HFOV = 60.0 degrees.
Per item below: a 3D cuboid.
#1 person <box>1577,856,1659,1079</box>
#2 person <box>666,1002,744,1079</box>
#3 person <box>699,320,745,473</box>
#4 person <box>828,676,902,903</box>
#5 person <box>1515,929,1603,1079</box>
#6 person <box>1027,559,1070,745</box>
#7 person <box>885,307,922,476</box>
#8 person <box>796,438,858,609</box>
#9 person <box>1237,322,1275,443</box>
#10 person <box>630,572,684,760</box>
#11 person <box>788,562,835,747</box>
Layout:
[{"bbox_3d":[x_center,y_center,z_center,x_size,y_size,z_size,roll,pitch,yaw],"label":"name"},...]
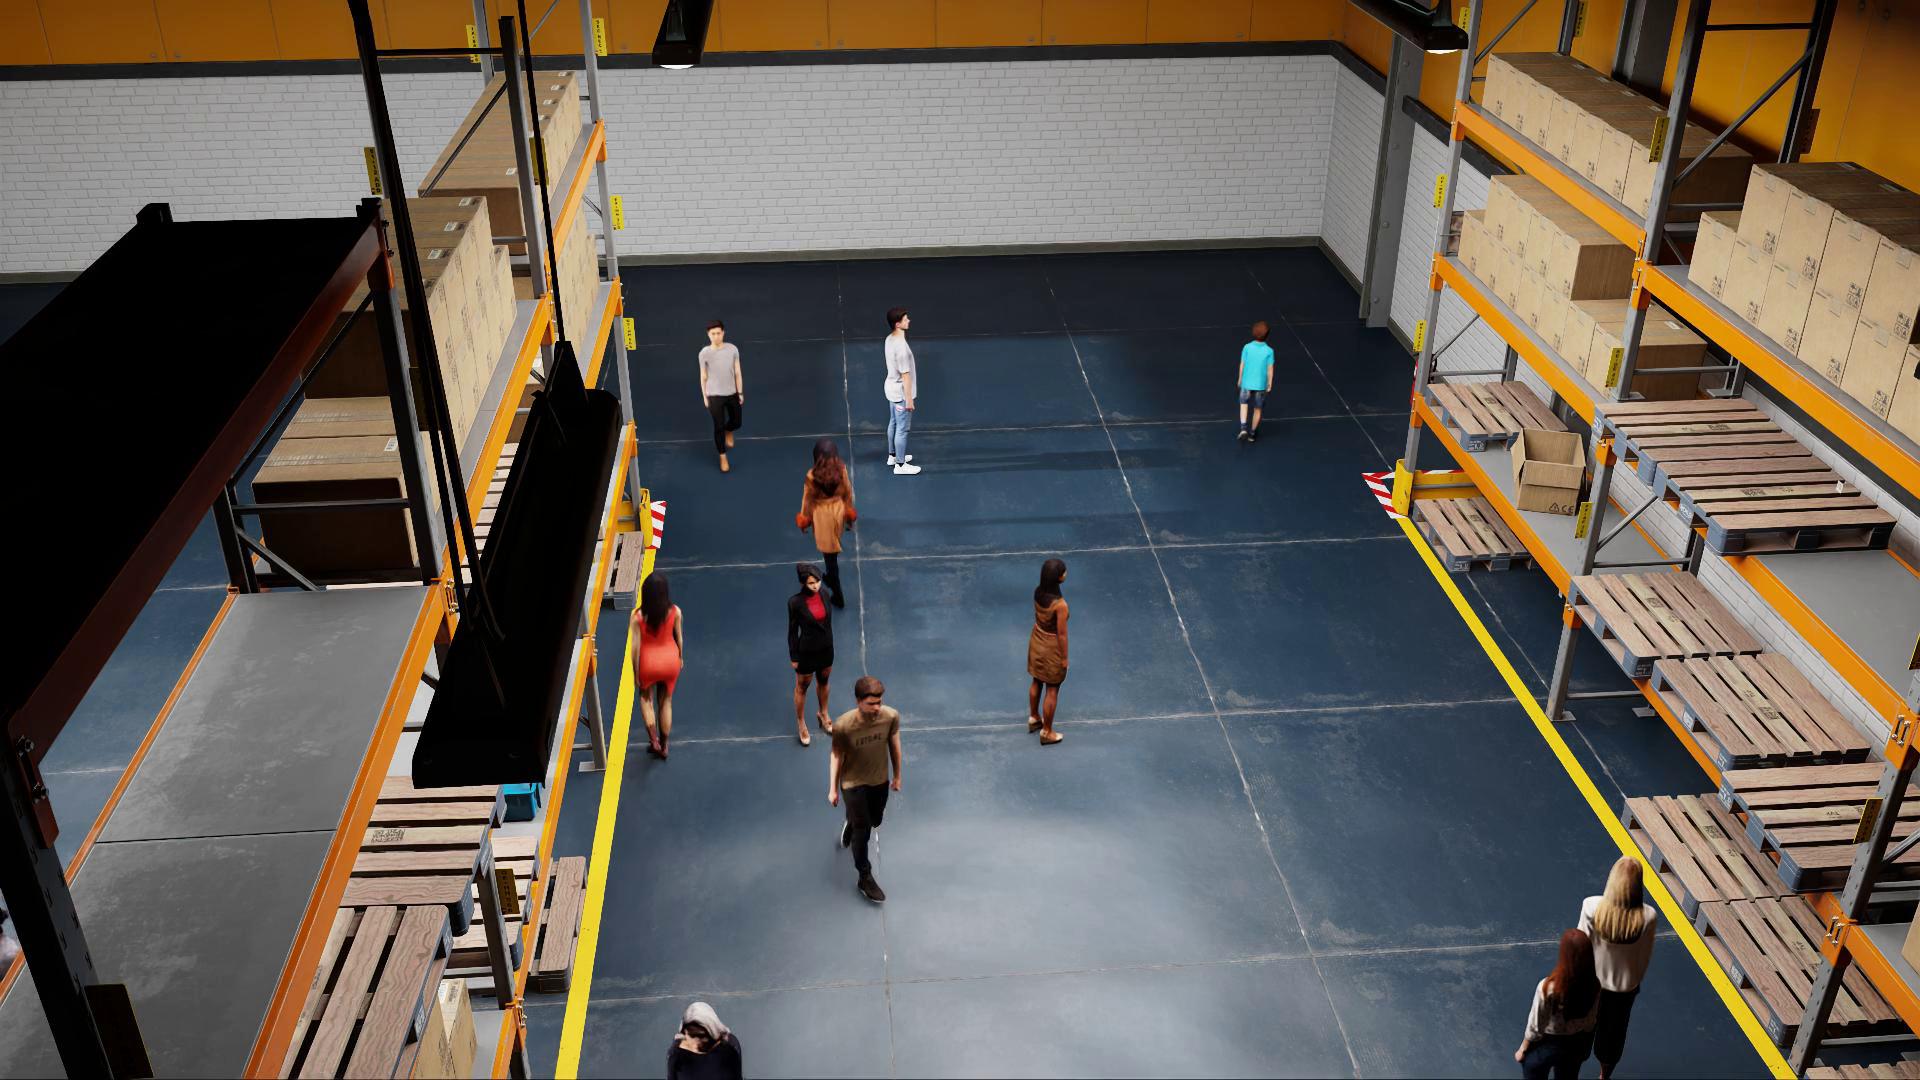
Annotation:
[{"bbox_3d":[3.950,2.713,10.191,0.678,1.858,0.636,7,29,12],"label":"person"},{"bbox_3d":[-1.406,3.226,9.393,0.624,1.723,0.947,-2,29,-4],"label":"person"},{"bbox_3d":[-2.618,-1.648,18.341,0.719,1.710,0.955,-8,30,-14],"label":"person"},{"bbox_3d":[-0.726,1.709,12.072,0.954,1.820,1.177,-11,31,-20],"label":"person"},{"bbox_3d":[3.521,2.994,9.813,0.575,1.726,0.499,-3,29,-6],"label":"person"},{"bbox_3d":[0.728,0.907,13.682,0.692,1.686,0.580,-16,32,-27],"label":"person"},{"bbox_3d":[-0.652,-1.645,18.150,0.786,1.888,0.582,-9,30,-16],"label":"person"},{"bbox_3d":[-1.184,-0.121,15.548,0.901,1.704,0.985,-15,32,-26],"label":"person"},{"bbox_3d":[3.328,-1.769,18.841,0.663,1.443,0.737,8,30,15],"label":"person"},{"bbox_3d":[-2.400,1.063,13.373,0.653,1.707,0.685,-11,30,-19],"label":"person"},{"bbox_3d":[-1.212,0.930,13.687,0.696,1.640,0.756,-20,34,-32],"label":"person"}]
